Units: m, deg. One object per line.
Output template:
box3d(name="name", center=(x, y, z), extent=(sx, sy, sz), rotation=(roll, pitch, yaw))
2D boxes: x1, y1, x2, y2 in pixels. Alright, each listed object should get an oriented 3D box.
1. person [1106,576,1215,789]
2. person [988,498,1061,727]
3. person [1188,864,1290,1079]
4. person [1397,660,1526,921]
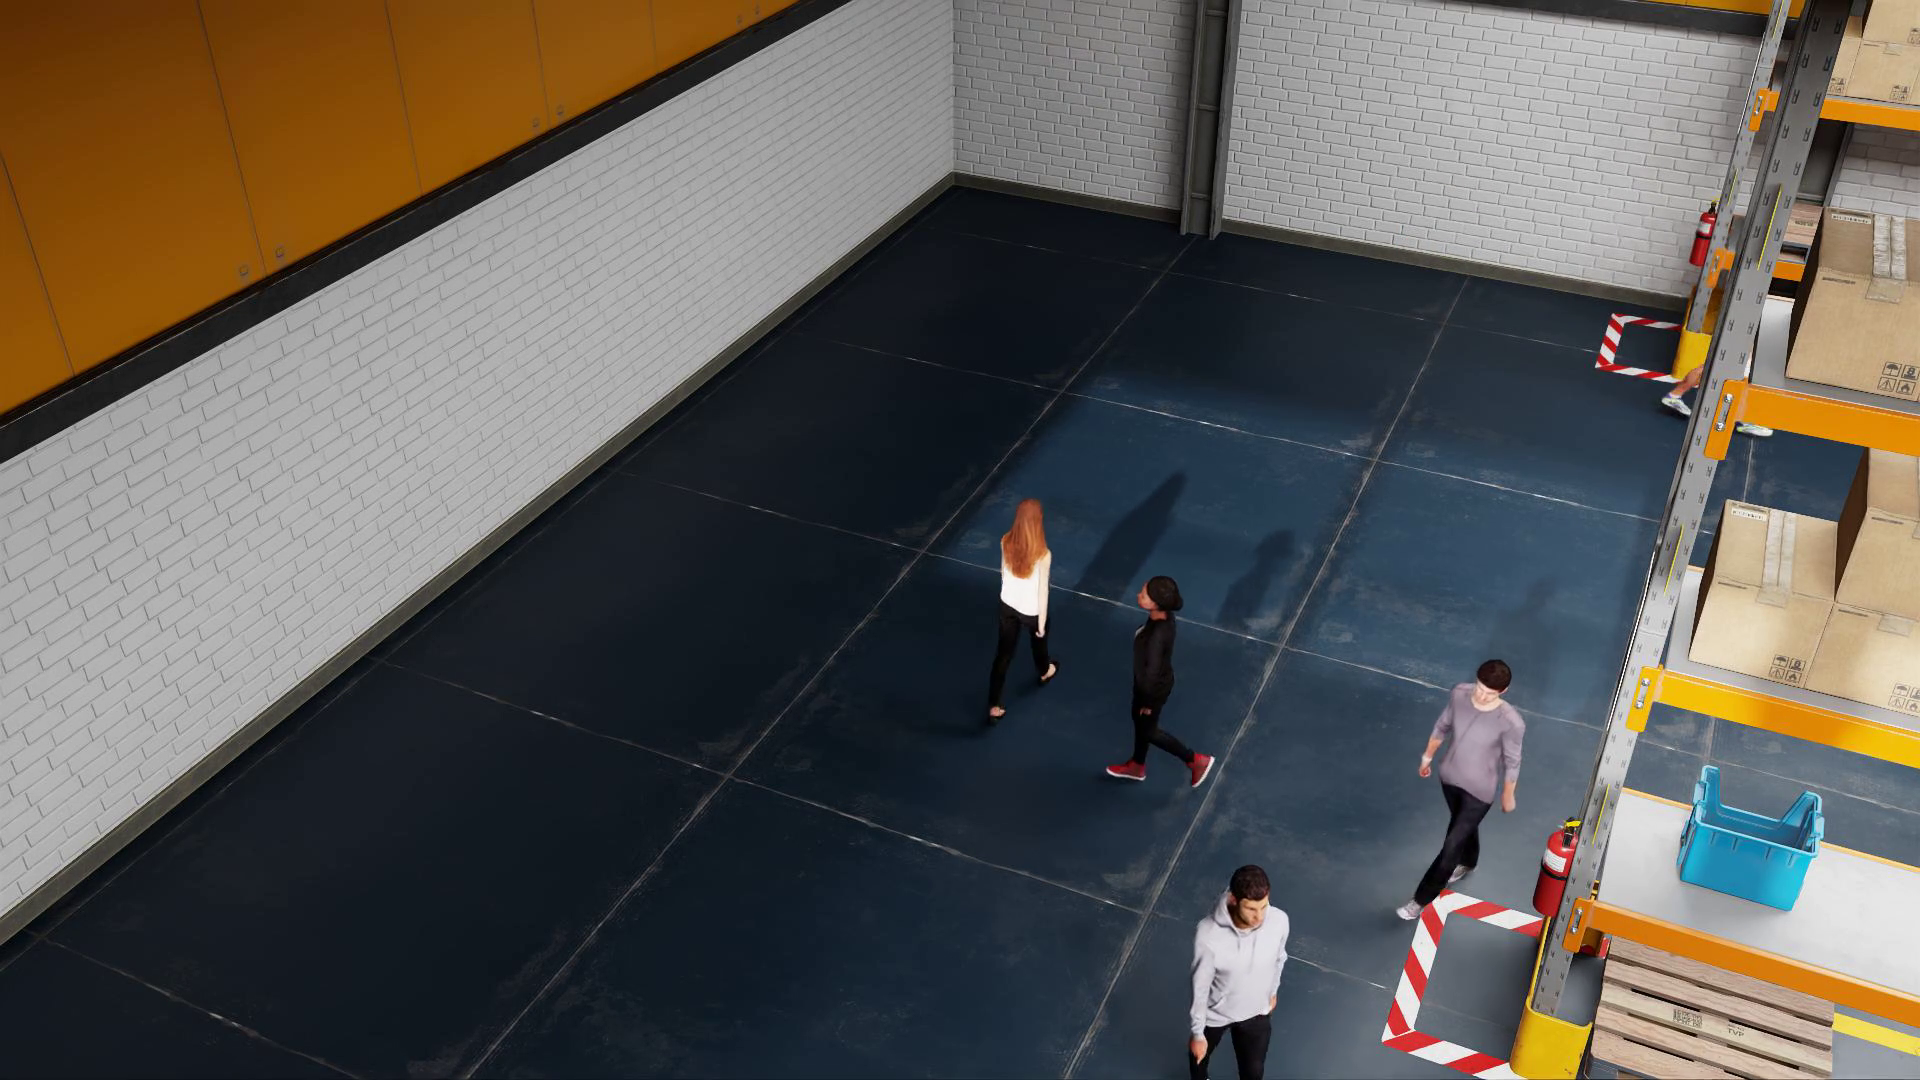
box3d(name="person", center=(1.323, 0.945, 10.737), extent=(0.990, 1.663, 0.724), rotation=(8, 34, 11))
box3d(name="person", center=(0.384, 0.523, 11.358), extent=(1.081, 1.678, 0.774), rotation=(21, 39, 29))
box3d(name="person", center=(1.338, 2.297, 8.493), extent=(1.122, 1.897, 1.143), rotation=(-8, 34, -12))
box3d(name="person", center=(3.112, 1.399, 9.918), extent=(1.110, 1.815, 1.113), rotation=(-18, 38, -25))
